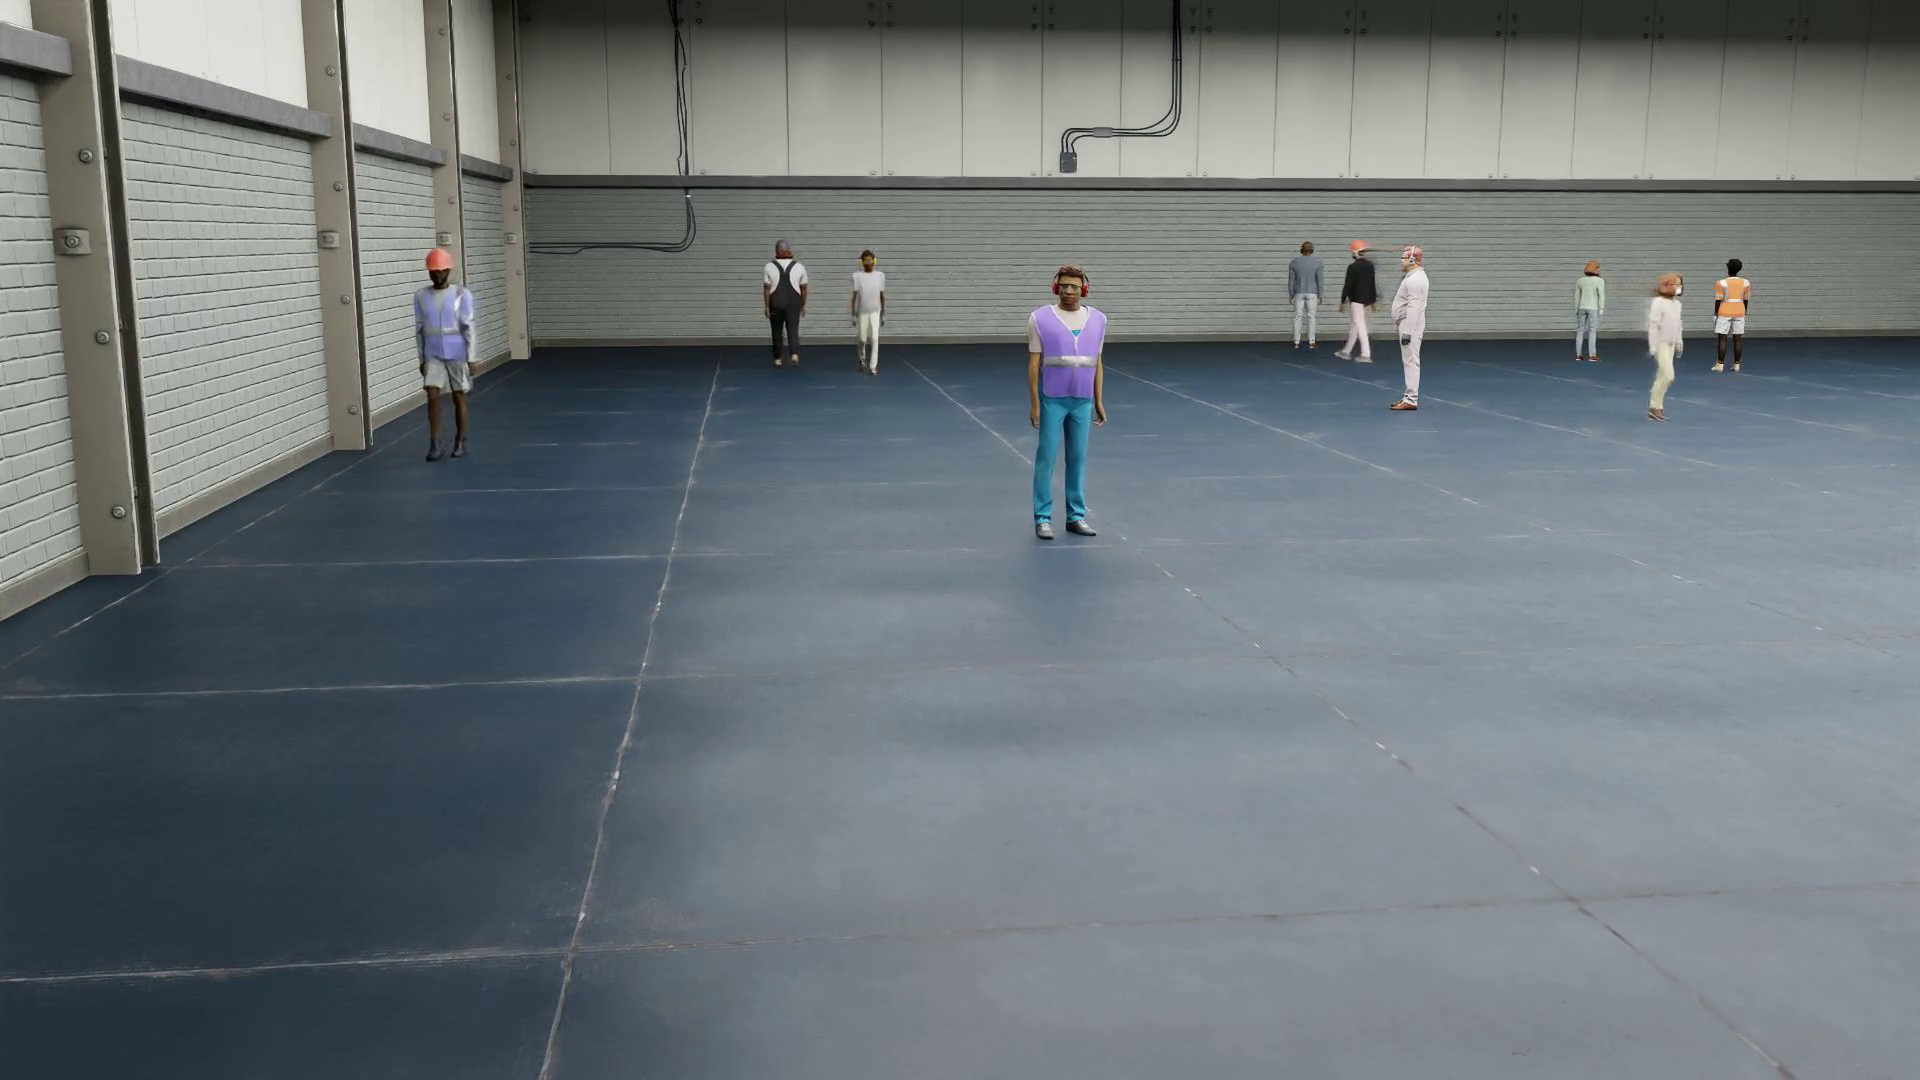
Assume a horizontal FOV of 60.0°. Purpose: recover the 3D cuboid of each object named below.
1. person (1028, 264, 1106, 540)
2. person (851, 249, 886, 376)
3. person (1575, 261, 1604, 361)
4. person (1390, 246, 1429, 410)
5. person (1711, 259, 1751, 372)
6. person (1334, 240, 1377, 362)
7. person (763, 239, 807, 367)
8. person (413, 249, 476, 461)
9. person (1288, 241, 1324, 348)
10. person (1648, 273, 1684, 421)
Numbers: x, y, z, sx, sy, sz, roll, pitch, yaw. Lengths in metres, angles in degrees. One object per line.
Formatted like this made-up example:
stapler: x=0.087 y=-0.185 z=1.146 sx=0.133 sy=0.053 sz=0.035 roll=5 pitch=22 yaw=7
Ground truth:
person: x=0.717 y=-0.933 z=11.235 sx=0.564 sy=1.840 sz=0.397 roll=-4 pitch=11 yaw=-22
person: x=-1.351 y=-3.357 z=24.532 sx=0.509 sy=1.848 sz=0.718 roll=-2 pitch=10 yaw=-9
person: x=10.317 y=-3.756 z=27.278 sx=0.281 sy=1.633 sz=0.501 roll=-9 pitch=13 yaw=-39
person: x=5.259 y=-2.474 z=19.504 sx=0.407 sy=1.908 sz=0.641 roll=3 pitch=11 yaw=17
person: x=11.568 y=-3.366 z=24.973 sx=0.535 sy=1.697 sz=0.318 roll=0 pitch=10 yaw=-2
person: x=6.420 y=-3.898 z=27.160 sx=0.664 sy=1.951 sz=0.938 roll=-9 pitch=14 yaw=-41
person: x=-2.734 y=-3.732 z=26.033 sx=0.688 sy=2.000 sz=0.979 roll=-2 pitch=11 yaw=-12
person: x=-4.664 y=-1.660 z=15.034 sx=0.565 sy=1.906 sz=0.809 roll=-1 pitch=10 yaw=-6
person: x=6.290 y=-4.449 z=30.241 sx=0.635 sy=1.940 sz=0.366 roll=3 pitch=11 yaw=18
person: x=7.768 y=-2.100 z=18.211 sx=0.520 sy=1.618 sz=0.426 roll=-8 pitch=13 yaw=-39
